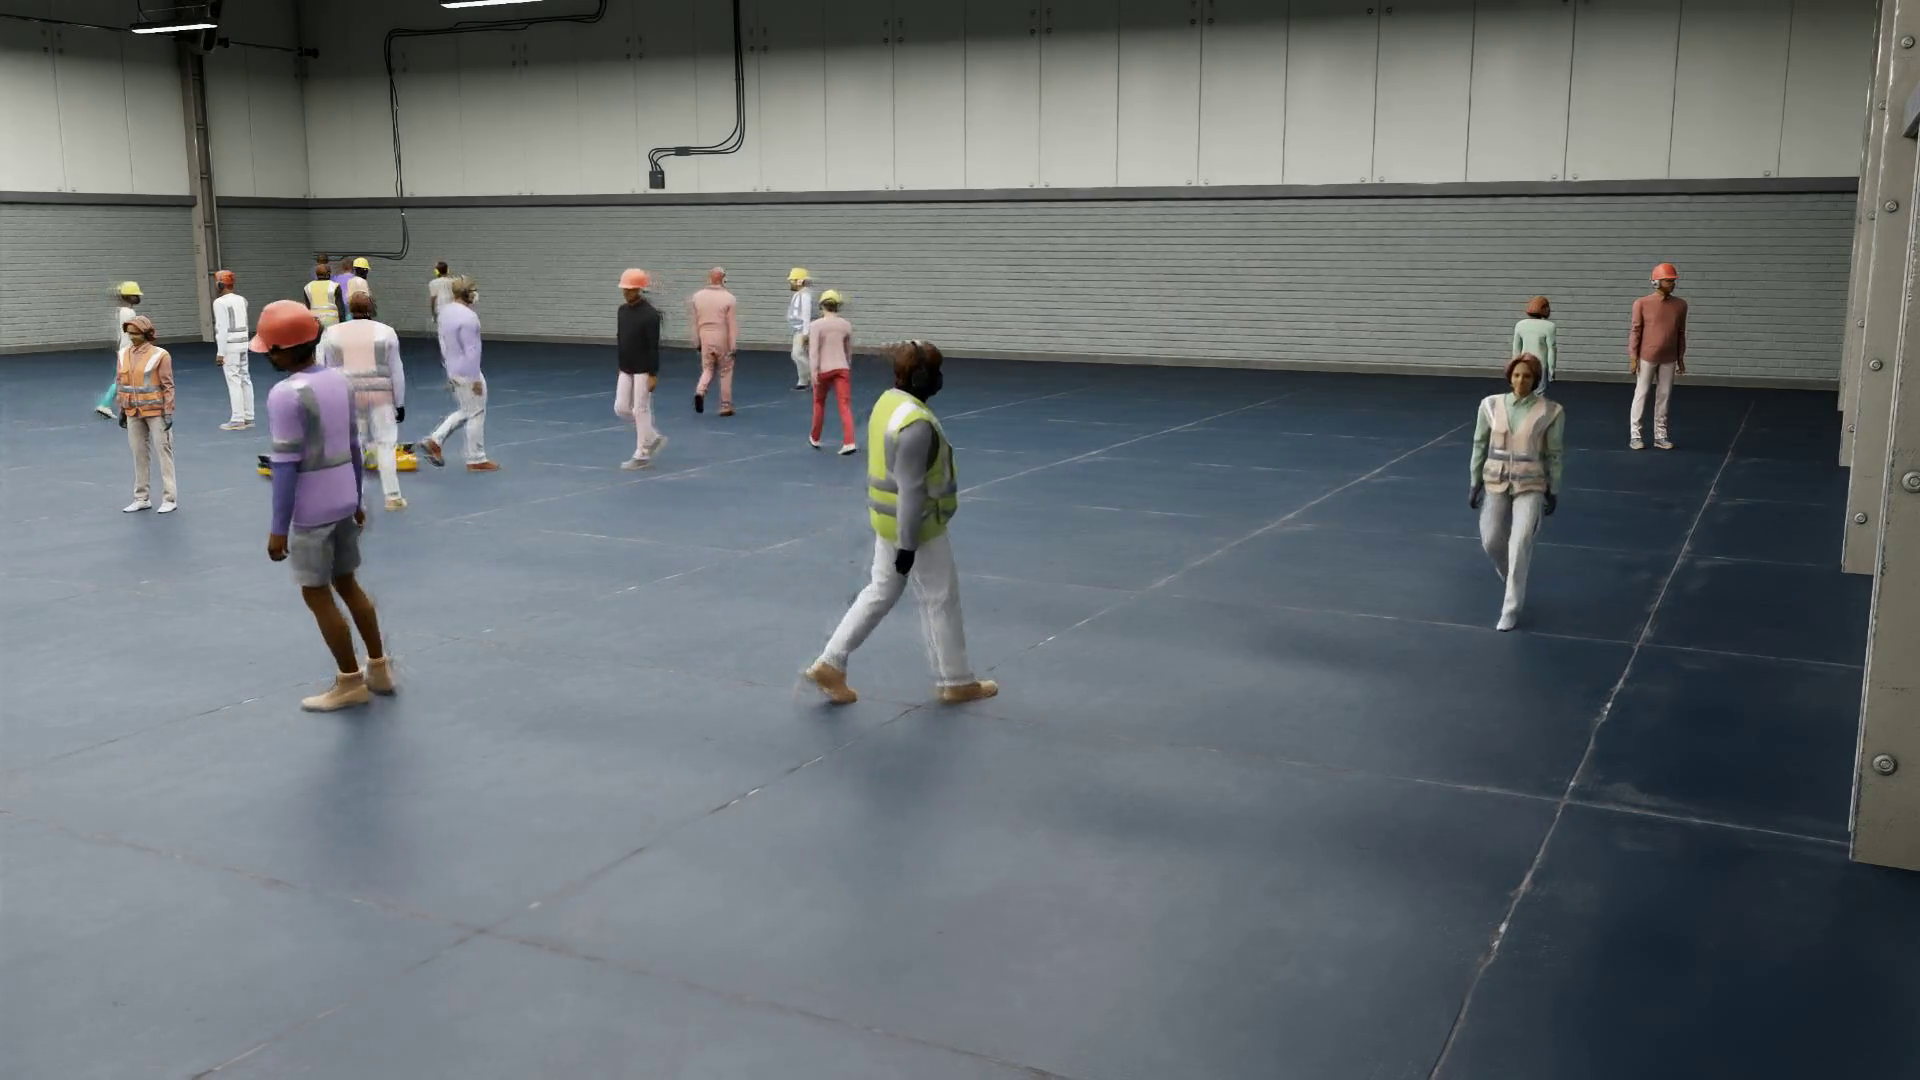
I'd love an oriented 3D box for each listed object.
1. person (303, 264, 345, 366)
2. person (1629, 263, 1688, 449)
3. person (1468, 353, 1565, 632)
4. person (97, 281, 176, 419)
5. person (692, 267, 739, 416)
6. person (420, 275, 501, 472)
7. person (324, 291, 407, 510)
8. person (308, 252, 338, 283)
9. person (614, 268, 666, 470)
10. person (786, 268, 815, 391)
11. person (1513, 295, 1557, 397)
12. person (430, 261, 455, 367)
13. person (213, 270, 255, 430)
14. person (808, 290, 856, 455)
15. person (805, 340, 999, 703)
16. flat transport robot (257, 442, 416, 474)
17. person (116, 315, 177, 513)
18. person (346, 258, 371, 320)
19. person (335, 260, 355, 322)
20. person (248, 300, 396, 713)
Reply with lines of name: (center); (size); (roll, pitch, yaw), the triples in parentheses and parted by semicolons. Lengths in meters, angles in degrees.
person: (-9.958, -3.409, 26.178); (0.619, 1.845, 0.430); (1, 10, 4)
person: (7.518, -1.966, 17.892); (0.623, 1.991, 0.400); (-1, 10, -4)
person: (3.305, -0.309, 9.858); (0.523, 1.616, 0.685); (7, 13, 34)
person: (-10.405, -2.367, 20.800); (0.873, 1.730, 0.527); (-5, 11, -25)
person: (-3.095, -2.491, 21.029); (0.655, 1.892, 0.576); (4, 11, 19)
person: (-4.823, -1.587, 16.028); (0.646, 1.921, 0.634); (-7, 12, -32)
person: (-4.937, -1.136, 13.861); (0.645, 1.846, 0.499); (-1, 10, -4)
person: (-13.199, -5.004, 34.605); (0.635, 1.939, 0.361); (1, 10, 4)
person: (-3.161, -1.678, 16.361); (0.644, 1.980, 0.481); (9, 14, 42)
person: (-2.344, -3.078, 24.429); (0.411, 1.818, 0.614); (-3, 11, -18)
person: (6.386, -1.896, 18.491); (0.266, 1.631, 0.507); (-9, 14, -41)
person: (-8.835, -3.875, 28.698); (0.557, 1.848, 0.409); (-5, 11, -24)
person: (-8.625, -2.244, 19.715); (0.358, 1.882, 0.574); (1, 10, 8)
person: (-1.375, -1.768, 17.577); (0.554, 1.714, 0.937); (-6, 12, -29)
person: (-0.294, -0.073, 8.103); (0.924, 1.812, 0.617); (-4, 11, -20)
flat transport robot: (-6.088, -0.806, 16.270); (1.431, 0.197, 0.652); (-4, 11, -20)
person: (-6.745, -1.037, 13.798); (0.514, 1.638, 0.310); (2, 11, 12)
person: (-9.940, -3.716, 27.640); (0.584, 1.919, 0.382); (10, 14, 42)
person: (-12.220, -4.717, 33.452); (0.590, 1.792, 0.991); (3, 11, 14)
person: (-3.078, -0.150, 8.002); (0.399, 2.003, 0.711); (2, 11, 8)
